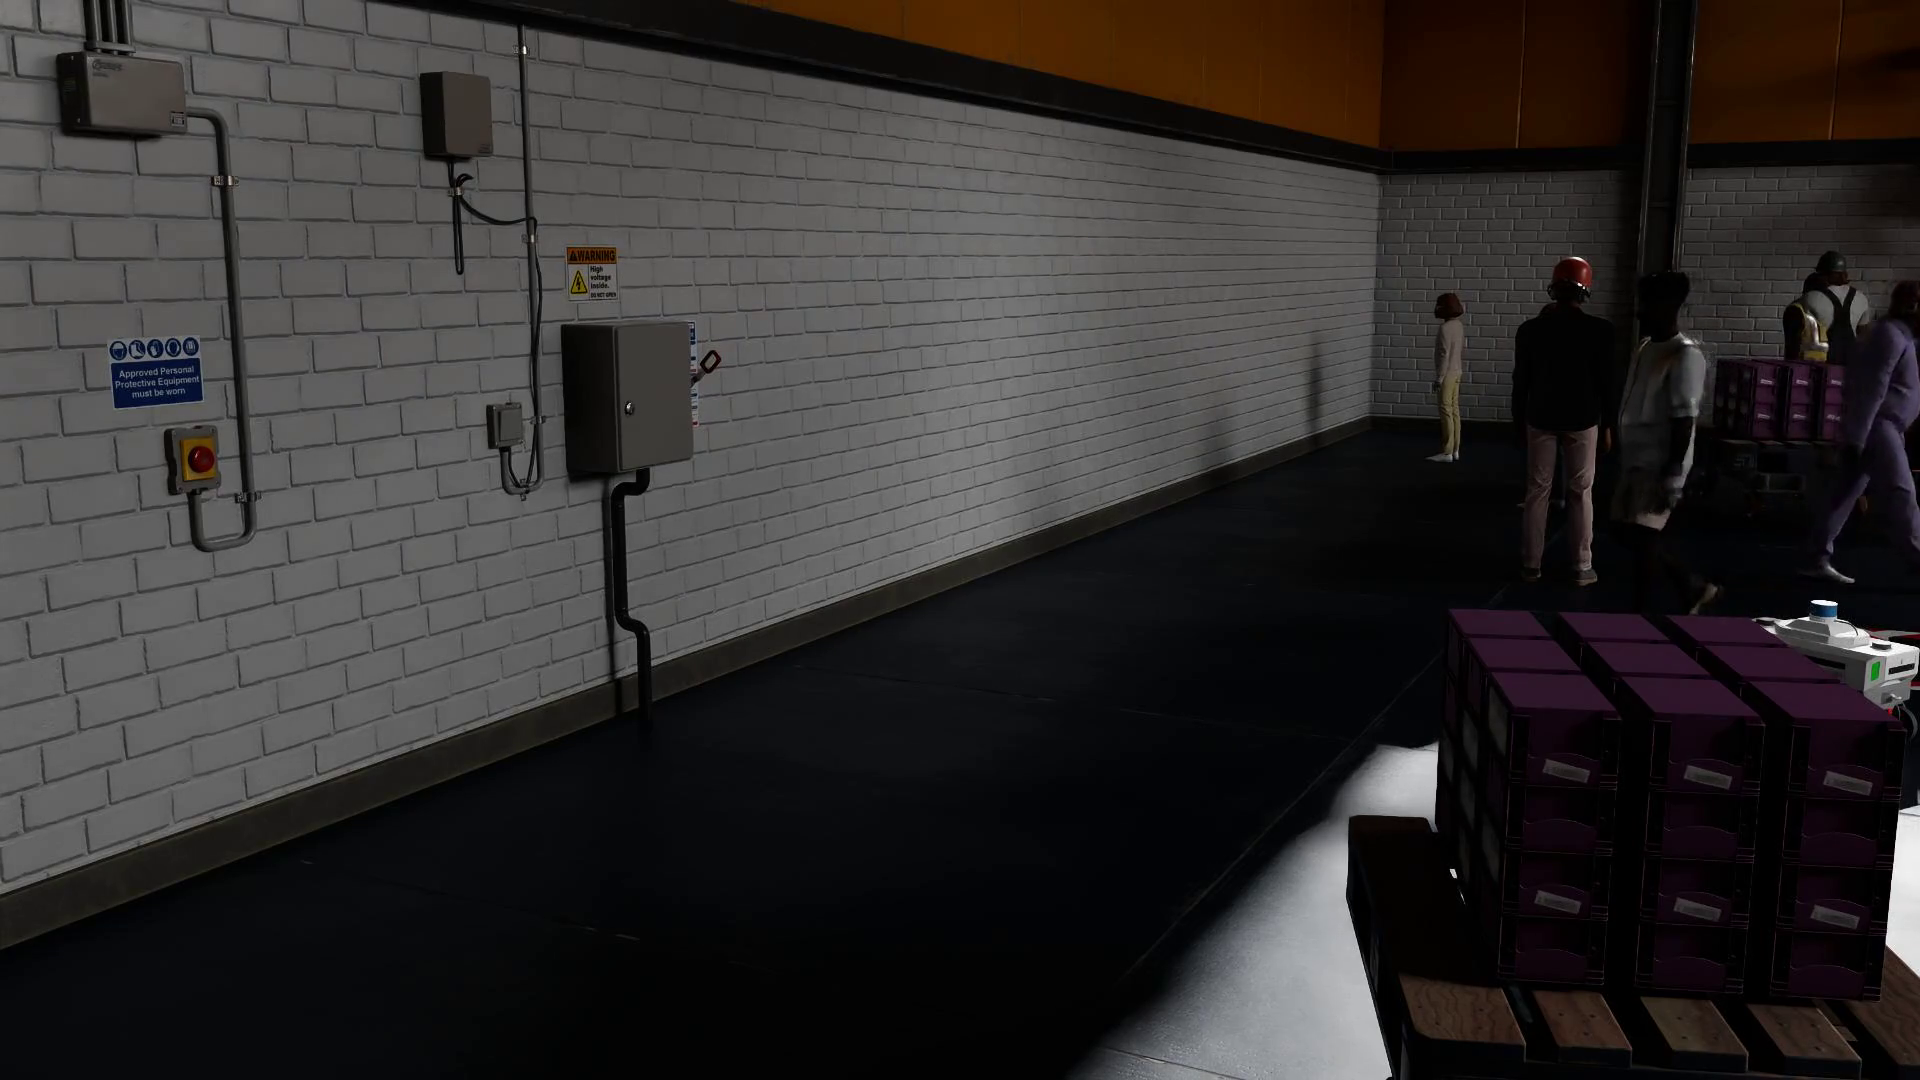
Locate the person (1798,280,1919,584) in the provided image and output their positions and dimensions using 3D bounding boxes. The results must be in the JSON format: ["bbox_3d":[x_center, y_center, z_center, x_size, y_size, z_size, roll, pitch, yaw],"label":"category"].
[{"bbox_3d":[5.622,-0.615,9.972,1.022,1.850,0.672,5,11,25],"label":"person"}]

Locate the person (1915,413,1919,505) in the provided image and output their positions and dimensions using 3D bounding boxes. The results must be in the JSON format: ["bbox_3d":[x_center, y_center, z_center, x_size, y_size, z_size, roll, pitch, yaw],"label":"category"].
[{"bbox_3d":[7.815,-1.202,13.176,0.565,1.924,0.575,9,14,43],"label":"person"}]

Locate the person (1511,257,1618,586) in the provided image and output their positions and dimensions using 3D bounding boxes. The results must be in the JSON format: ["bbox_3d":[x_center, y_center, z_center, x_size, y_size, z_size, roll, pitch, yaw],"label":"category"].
[{"bbox_3d":[3.682,-0.717,10.154,0.609,1.996,0.379,5,11,27],"label":"person"}]

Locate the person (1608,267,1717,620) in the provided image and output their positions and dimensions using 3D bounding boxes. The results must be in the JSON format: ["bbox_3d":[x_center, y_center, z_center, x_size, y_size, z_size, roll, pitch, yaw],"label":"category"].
[{"bbox_3d":[3.578,-0.409,8.492,0.593,1.950,0.628,0,10,0],"label":"person"}]

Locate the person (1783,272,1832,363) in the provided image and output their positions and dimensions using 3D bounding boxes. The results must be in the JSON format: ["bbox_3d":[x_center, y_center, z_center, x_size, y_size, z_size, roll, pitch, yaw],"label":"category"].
[{"bbox_3d":[8.108,-1.627,15.892,0.621,1.838,0.429,-7,12,-35],"label":"person"}]

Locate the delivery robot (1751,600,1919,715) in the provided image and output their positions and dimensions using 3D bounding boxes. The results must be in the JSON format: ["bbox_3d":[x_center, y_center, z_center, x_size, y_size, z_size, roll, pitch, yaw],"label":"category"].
[{"bbox_3d":[3.627,0.499,7.015,0.477,0.478,0.707,-6,11,-30],"label":"delivery robot"}]

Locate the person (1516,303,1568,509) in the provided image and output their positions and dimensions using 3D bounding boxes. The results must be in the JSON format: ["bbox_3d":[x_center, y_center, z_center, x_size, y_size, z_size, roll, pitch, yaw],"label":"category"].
[{"bbox_3d":[4.628,-1.042,13.084,0.507,1.632,0.274,-4,11,-23],"label":"person"}]

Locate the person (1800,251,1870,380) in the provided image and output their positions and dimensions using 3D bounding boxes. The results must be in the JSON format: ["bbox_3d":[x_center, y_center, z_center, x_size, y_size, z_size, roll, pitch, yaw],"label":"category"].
[{"bbox_3d":[8.252,-1.737,15.934,0.686,2.000,0.538,-1,10,-7],"label":"person"}]

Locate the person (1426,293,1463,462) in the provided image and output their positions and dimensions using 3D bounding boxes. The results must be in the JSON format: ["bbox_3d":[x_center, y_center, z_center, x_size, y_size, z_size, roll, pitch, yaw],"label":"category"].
[{"bbox_3d":[4.731,-1.575,16.169,0.265,1.631,0.507,7,12,34],"label":"person"}]
